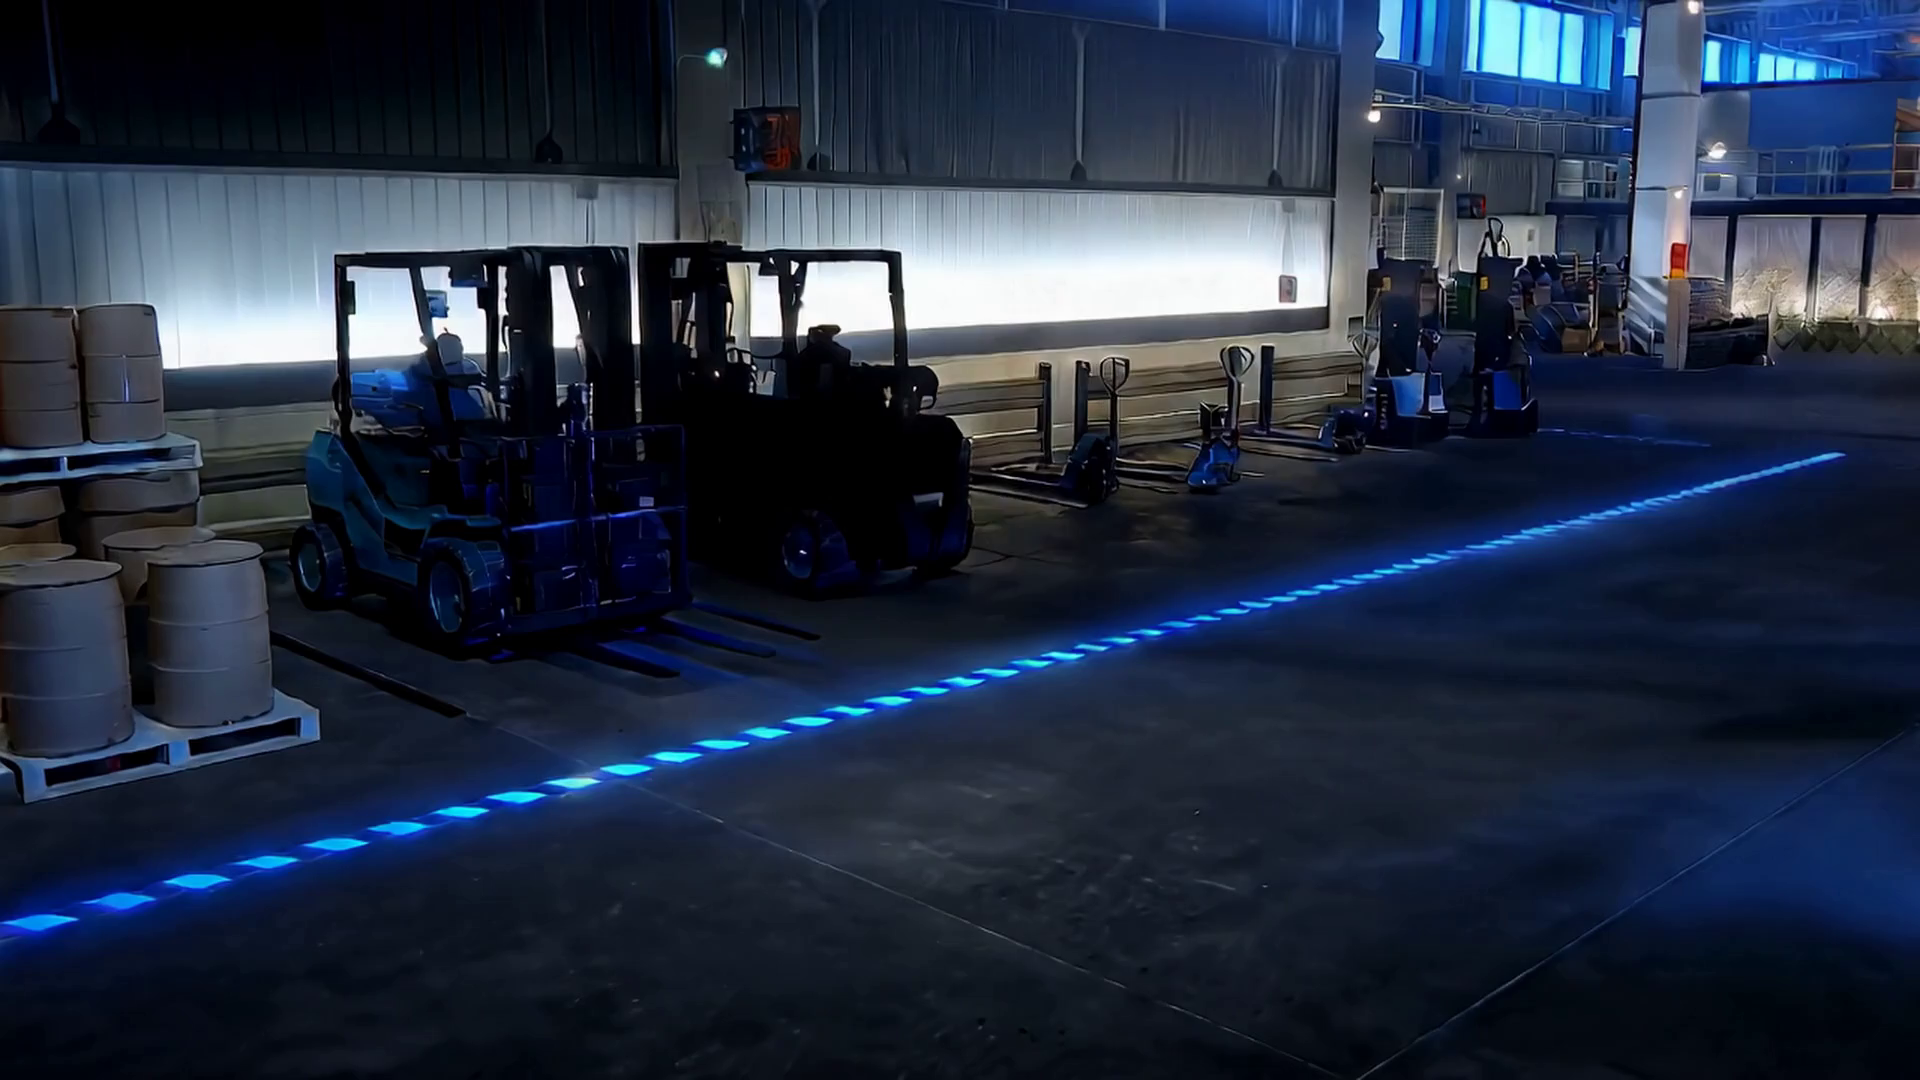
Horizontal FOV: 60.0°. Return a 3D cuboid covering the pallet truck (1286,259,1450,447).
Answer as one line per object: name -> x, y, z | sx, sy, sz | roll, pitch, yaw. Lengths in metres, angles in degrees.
pallet truck -> 4.493, -2.078, 18.196 | 0.823, 1.965, 1.885 | -9, 14, -40

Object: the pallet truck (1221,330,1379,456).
pallet truck -> 3.563, -1.581, 17.381 | 0.653, 1.274, 1.630 | -10, 14, -44

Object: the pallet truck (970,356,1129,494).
pallet truck -> 0.784, -1.085, 14.876 | 0.680, 1.201, 1.601 | -10, 14, -44

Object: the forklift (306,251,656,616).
forklift -> -2.833, -0.669, 9.694 | 1.157, 1.987, 2.680 | -10, 14, -44

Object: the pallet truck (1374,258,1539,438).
pallet truck -> 5.704, -2.208, 18.901 | 1.885, 1.965, 0.823 | 10, 14, 43

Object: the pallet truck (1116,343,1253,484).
pallet truck -> 1.962, -1.215, 15.415 | 1.522, 1.261, 0.704 | 10, 14, 43

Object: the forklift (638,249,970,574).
forklift -> -1.173, -0.958, 11.239 | 2.680, 1.987, 1.157 | 10, 14, 43
